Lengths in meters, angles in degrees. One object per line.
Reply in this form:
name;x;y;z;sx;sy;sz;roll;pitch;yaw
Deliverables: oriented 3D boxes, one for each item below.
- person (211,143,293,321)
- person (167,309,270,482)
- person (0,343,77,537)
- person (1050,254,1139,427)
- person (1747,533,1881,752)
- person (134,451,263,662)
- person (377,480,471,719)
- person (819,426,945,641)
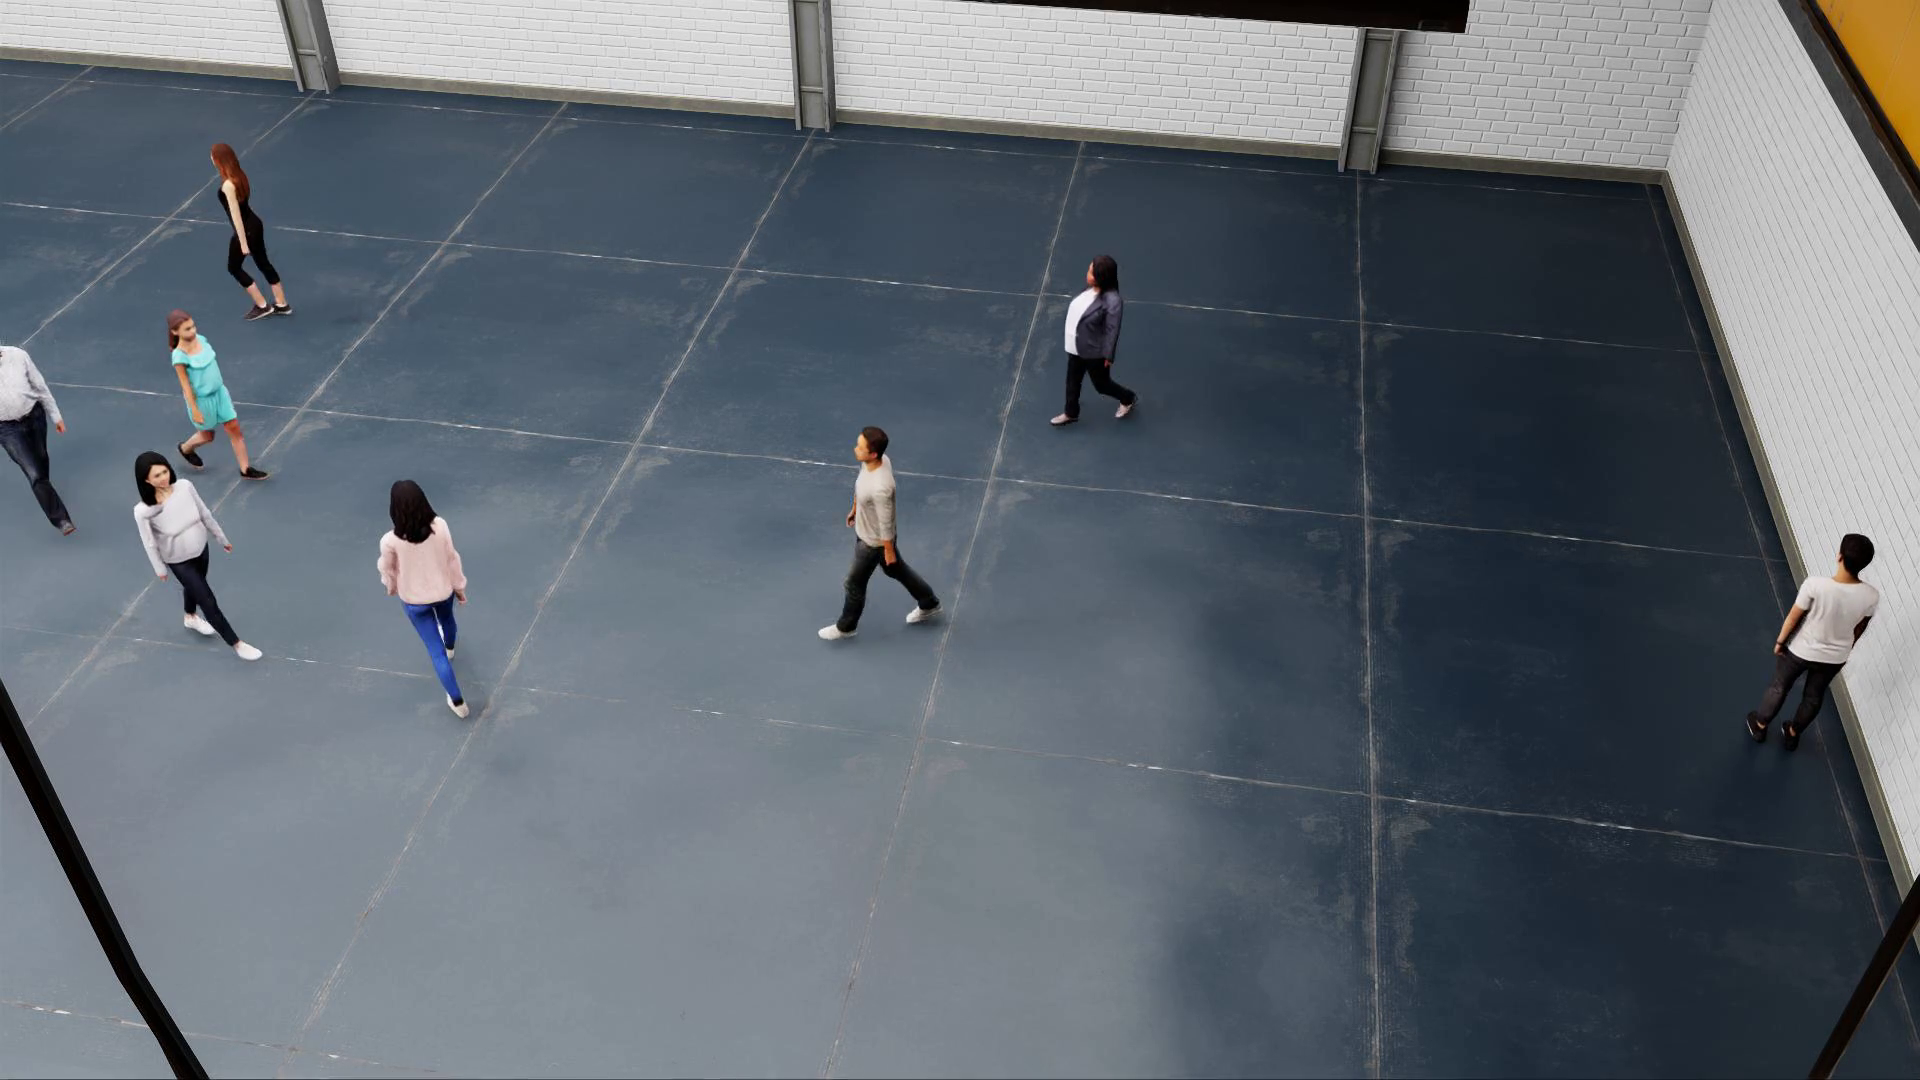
person;-6.335;-2.760;14.979;0.681;1.713;0.656;-2;39;-2
person;-5.985;-1.128;13.077;1.031;1.536;0.636;11;40;13
person;-7.171;-0.927;12.643;1.153;1.763;1.300;-30;47;-32
person;1.164;-1.625;13.669;1.118;1.574;0.999;-16;41;-19
person;5.513;0.689;10.657;0.550;1.717;0.726;11;40;13
person;-5.385;0.073;11.475;1.157;1.658;0.847;18;42;21
person;-3.470;0.447;10.956;1.105;1.721;1.144;-22;44;-25
person;-0.484;-0.053;11.540;1.219;1.774;0.878;-5;39;-6
